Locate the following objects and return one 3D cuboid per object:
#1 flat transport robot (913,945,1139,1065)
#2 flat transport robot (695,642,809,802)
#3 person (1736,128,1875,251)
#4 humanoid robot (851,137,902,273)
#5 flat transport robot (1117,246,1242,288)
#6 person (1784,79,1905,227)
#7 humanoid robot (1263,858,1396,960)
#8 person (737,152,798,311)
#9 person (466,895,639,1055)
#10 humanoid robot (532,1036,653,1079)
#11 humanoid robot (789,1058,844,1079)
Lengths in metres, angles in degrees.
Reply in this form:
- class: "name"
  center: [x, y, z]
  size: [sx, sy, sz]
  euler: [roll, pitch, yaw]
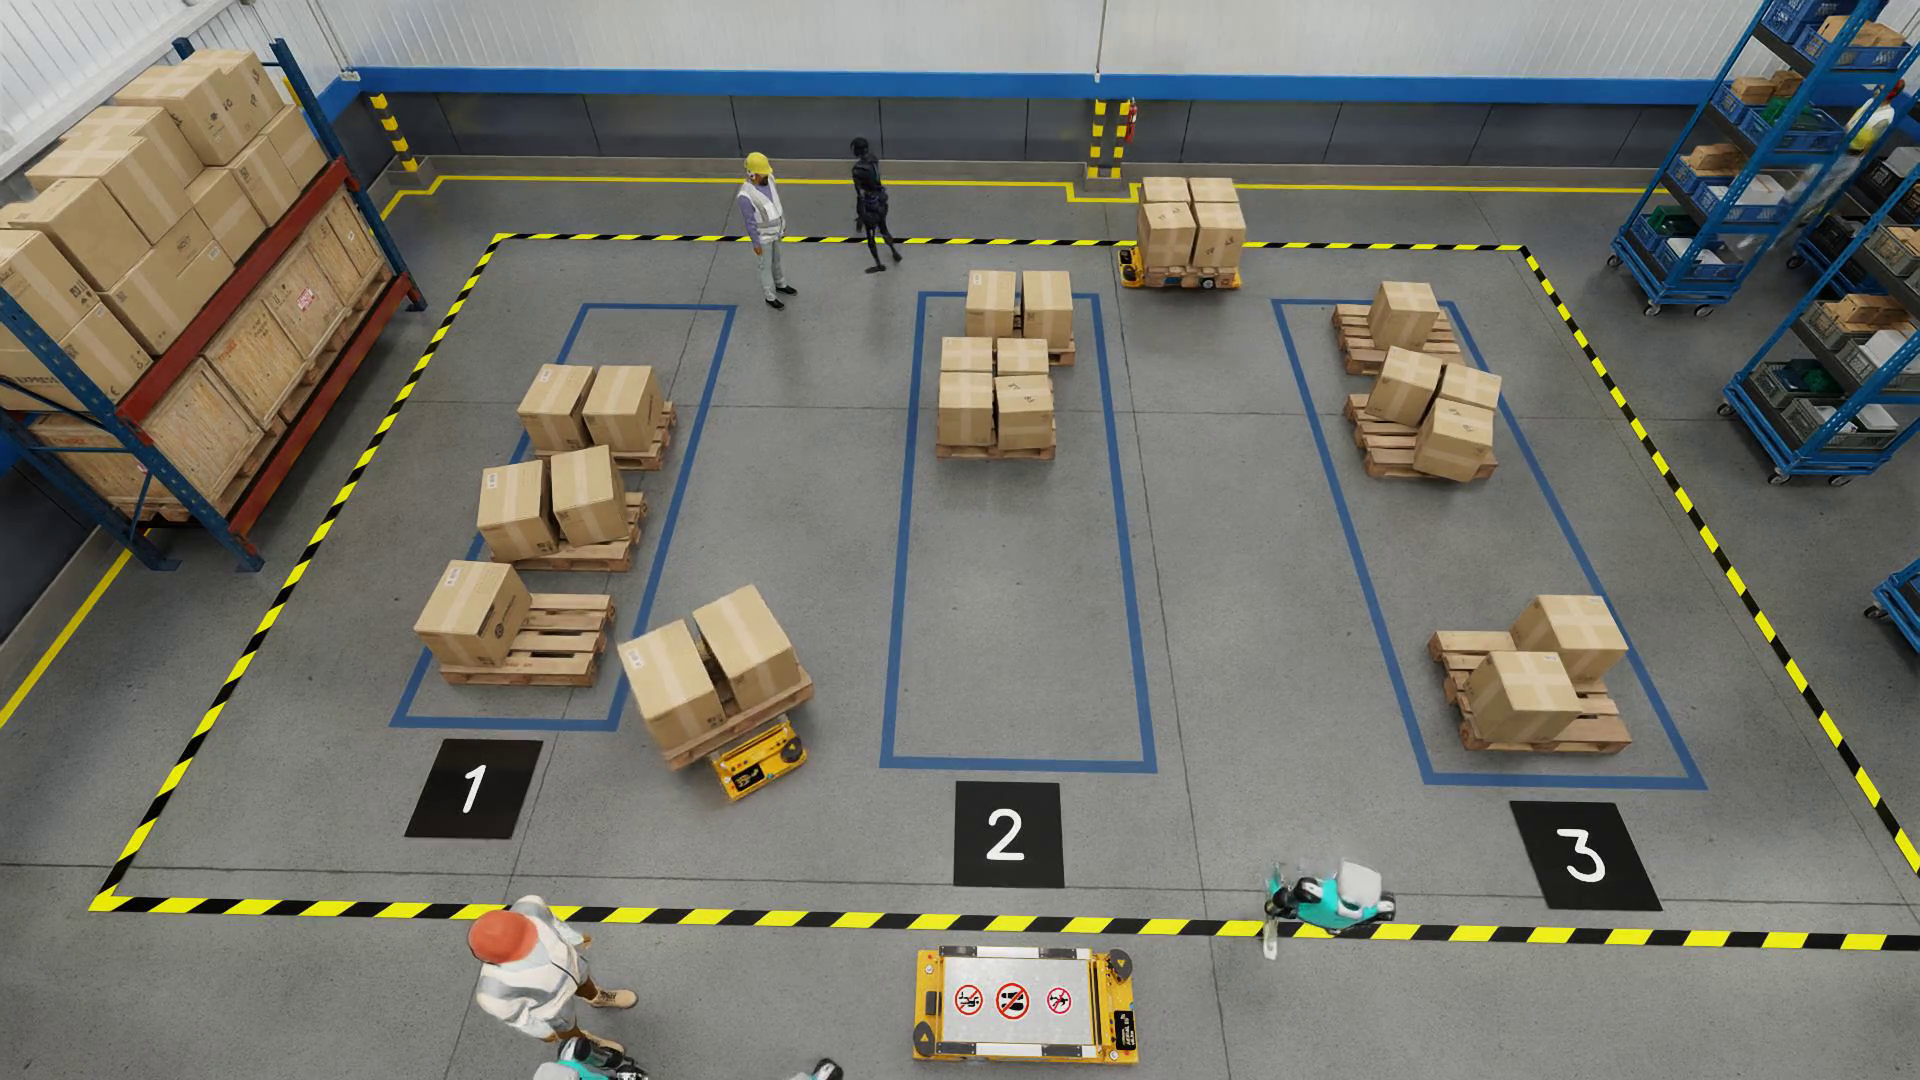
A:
- class: "flat transport robot"
  center: [0.422, 3.041, 6.007]
  size: [1.431, 0.231, 0.659]
  euler: [1, 51, 1]
- class: "flat transport robot"
  center: [-1.846, 1.338, 7.377]
  size: [0.652, 0.197, 1.431]
  euler: [-27, 56, -20]
- class: "person"
  center: [10.127, -4.144, 10.937]
  size: [0.607, 1.686, 0.551]
  euler: [-14, 52, -11]
- class: "humanoid robot"
  center: [-0.982, -3.914, 10.772]
  size: [0.465, 1.646, 0.609]
  euler: [19, 53, 15]
- class: "flat transport robot"
  center: [2.681, -3.366, 11.212]
  size: [1.431, 0.197, 0.652]
  euler: [1, 51, 1]
- class: "person"
  center: [10.964, -4.777, 11.362]
  size: [0.374, 1.843, 0.569]
  euler: [12, 52, 10]
- class: "humanoid robot"
  center: [2.200, 2.178, 5.820]
  size: [0.553, 1.847, 0.892]
  euler: [9, 51, 8]
- class: "person"
  center: [-2.159, -3.474, 10.309]
  size: [0.404, 1.831, 0.587]
  euler: [18, 53, 14]
- class: "person"
  center: [-2.317, 2.537, 5.274]
  size: [0.376, 2.045, 0.605]
  euler: [4, 51, 3]
- class: "humanoid robot"
  center: [-1.706, 3.165, 5.034]
  size: [0.728, 1.900, 0.557]
  euler: [2, 51, 2]
- class: "humanoid robot"
  center: [-0.573, 3.340, 4.862]
  size: [0.790, 1.833, 0.560]
  euler: [30, 57, 22]
